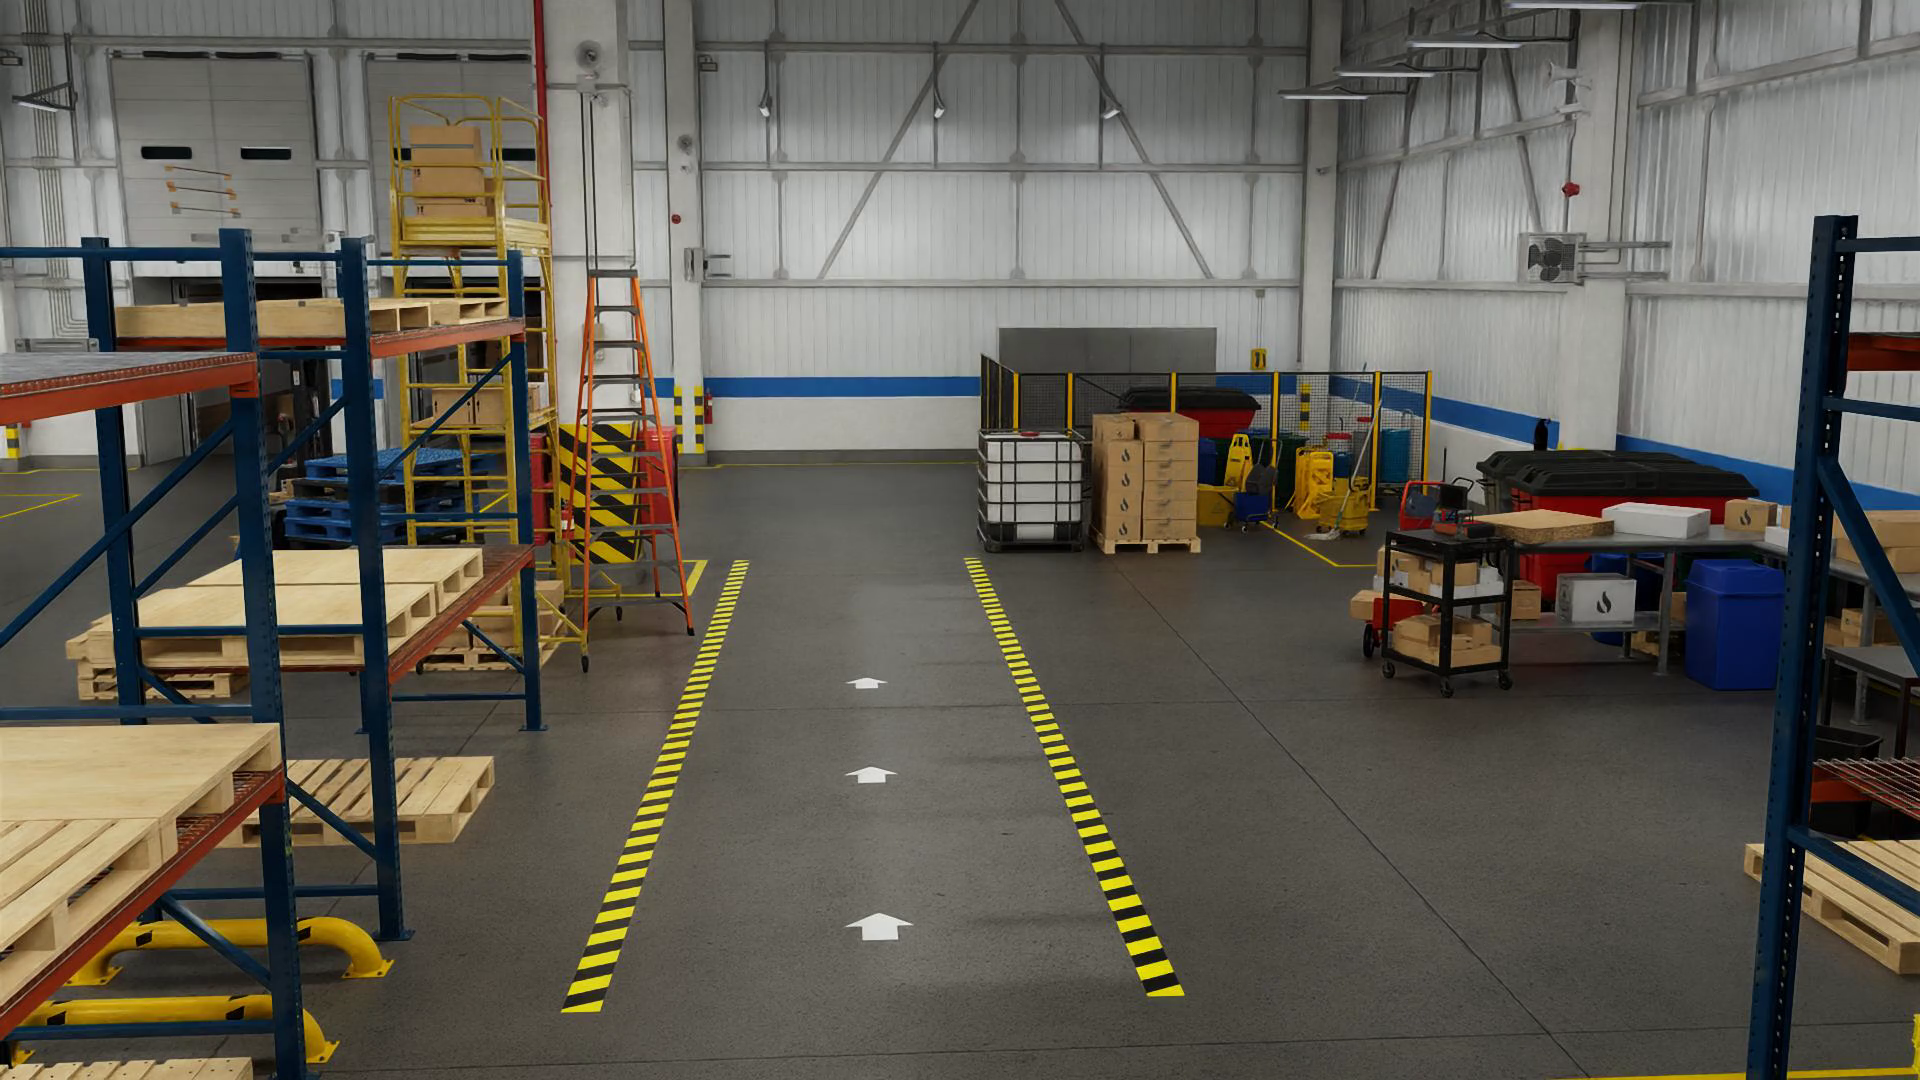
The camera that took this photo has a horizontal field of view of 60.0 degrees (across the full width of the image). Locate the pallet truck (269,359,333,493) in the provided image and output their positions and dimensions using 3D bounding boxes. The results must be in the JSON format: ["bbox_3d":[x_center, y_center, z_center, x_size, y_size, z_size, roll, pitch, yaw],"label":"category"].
[{"bbox_3d":[-7.062,-1.131,18.996,1.885,1.965,0.823,2,9,13],"label":"pallet truck"}]
